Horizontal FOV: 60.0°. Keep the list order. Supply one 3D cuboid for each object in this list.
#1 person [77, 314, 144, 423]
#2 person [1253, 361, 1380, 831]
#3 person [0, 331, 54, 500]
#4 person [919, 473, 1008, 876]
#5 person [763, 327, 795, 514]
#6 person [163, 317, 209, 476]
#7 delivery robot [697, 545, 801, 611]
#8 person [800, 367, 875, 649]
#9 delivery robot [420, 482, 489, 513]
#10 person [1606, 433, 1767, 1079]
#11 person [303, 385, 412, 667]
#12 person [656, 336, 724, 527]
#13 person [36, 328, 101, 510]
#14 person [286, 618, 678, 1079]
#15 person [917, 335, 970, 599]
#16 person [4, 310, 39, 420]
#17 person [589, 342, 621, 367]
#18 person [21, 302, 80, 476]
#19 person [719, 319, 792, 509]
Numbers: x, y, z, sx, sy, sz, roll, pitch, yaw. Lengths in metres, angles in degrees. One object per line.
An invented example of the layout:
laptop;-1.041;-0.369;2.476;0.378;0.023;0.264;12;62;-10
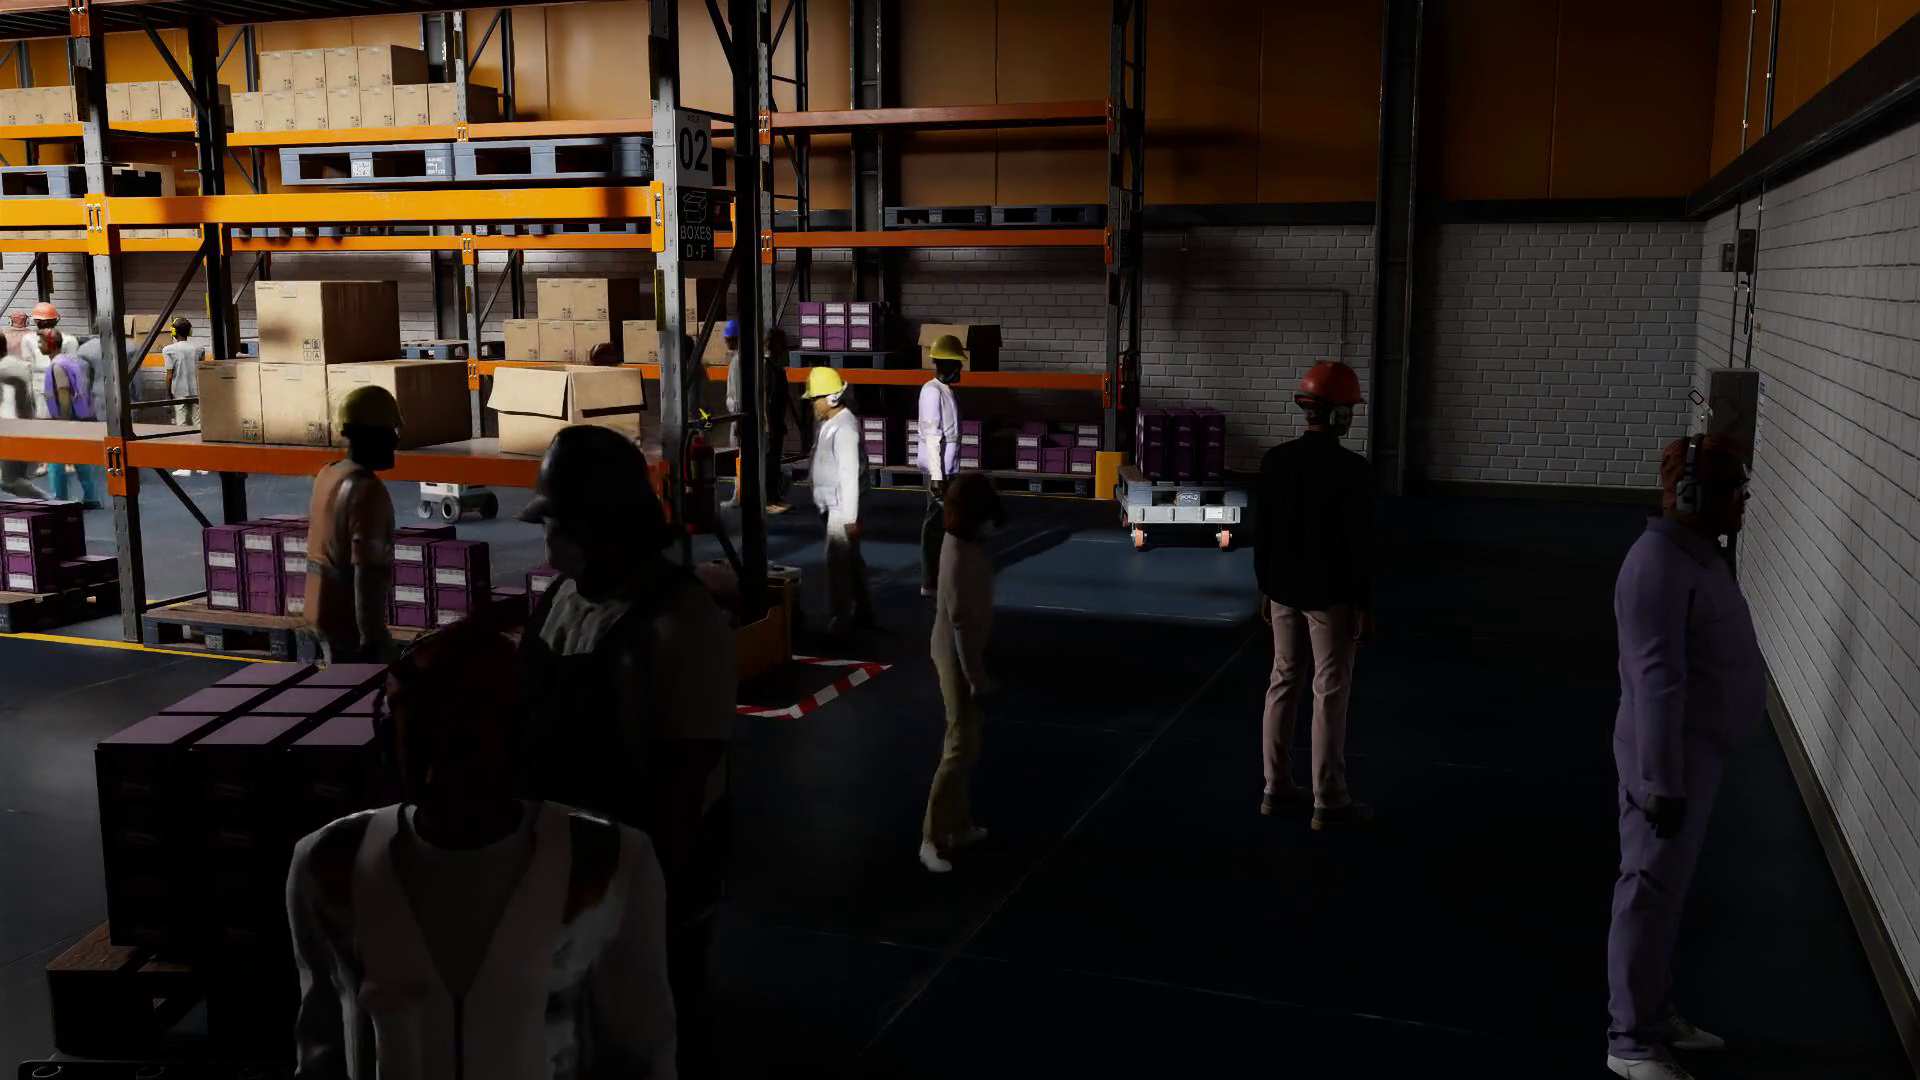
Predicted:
person;-9.659;-1.616;18.954;0.662;1.930;0.551;-5;10;-27
person;1.542;0.233;7.138;0.397;1.992;0.622;-7;11;-37
person;-8.196;-0.898;14.506;0.555;1.908;0.705;-5;10;-29
person;0.024;0.511;6.658;0.336;1.596;0.589;0;9;1
person;-1.839;-1.181;16.483;0.345;1.846;0.508;1;9;9
person;-9.105;-1.683;19.562;0.323;1.871;0.528;7;11;38
delivery robot;-1.408;0.273;11.100;0.707;0.478;0.477;6;11;32
person;-0.779;-0.220;10.698;0.520;1.785;0.738;-2;9;-10
delivery robot;-4.875;-0.510;16.016;0.707;0.478;0.477;7;11;37
person;2.114;0.640;4.857;0.407;1.910;0.639;5;10;30
person;-2.470;0.314;6.906;0.457;1.907;0.602;-8;12;-42
person;-2.623;-0.985;15.378;0.881;1.808;0.631;1;9;3
person;-8.952;-1.180;16.512;0.692;1.826;0.623;-4;10;-23
person;-0.708;1.055;2.427;0.598;1.852;0.849;-1;9;-5
person;-0.114;-0.535;12.173;0.382;1.924;0.594;1;9;9
person;-12.181;-2.036;21.663;0.641;1.909;0.409;-6;11;-34
person;-2.517;-0.444;11.697;0.582;1.894;0.655;5;10;29
person;-10.677;-1.767;19.561;0.607;2.039;0.395;-3;9;-16
person;-2.099;-1.262;16.759;0.642;1.925;0.608;1;9;5
